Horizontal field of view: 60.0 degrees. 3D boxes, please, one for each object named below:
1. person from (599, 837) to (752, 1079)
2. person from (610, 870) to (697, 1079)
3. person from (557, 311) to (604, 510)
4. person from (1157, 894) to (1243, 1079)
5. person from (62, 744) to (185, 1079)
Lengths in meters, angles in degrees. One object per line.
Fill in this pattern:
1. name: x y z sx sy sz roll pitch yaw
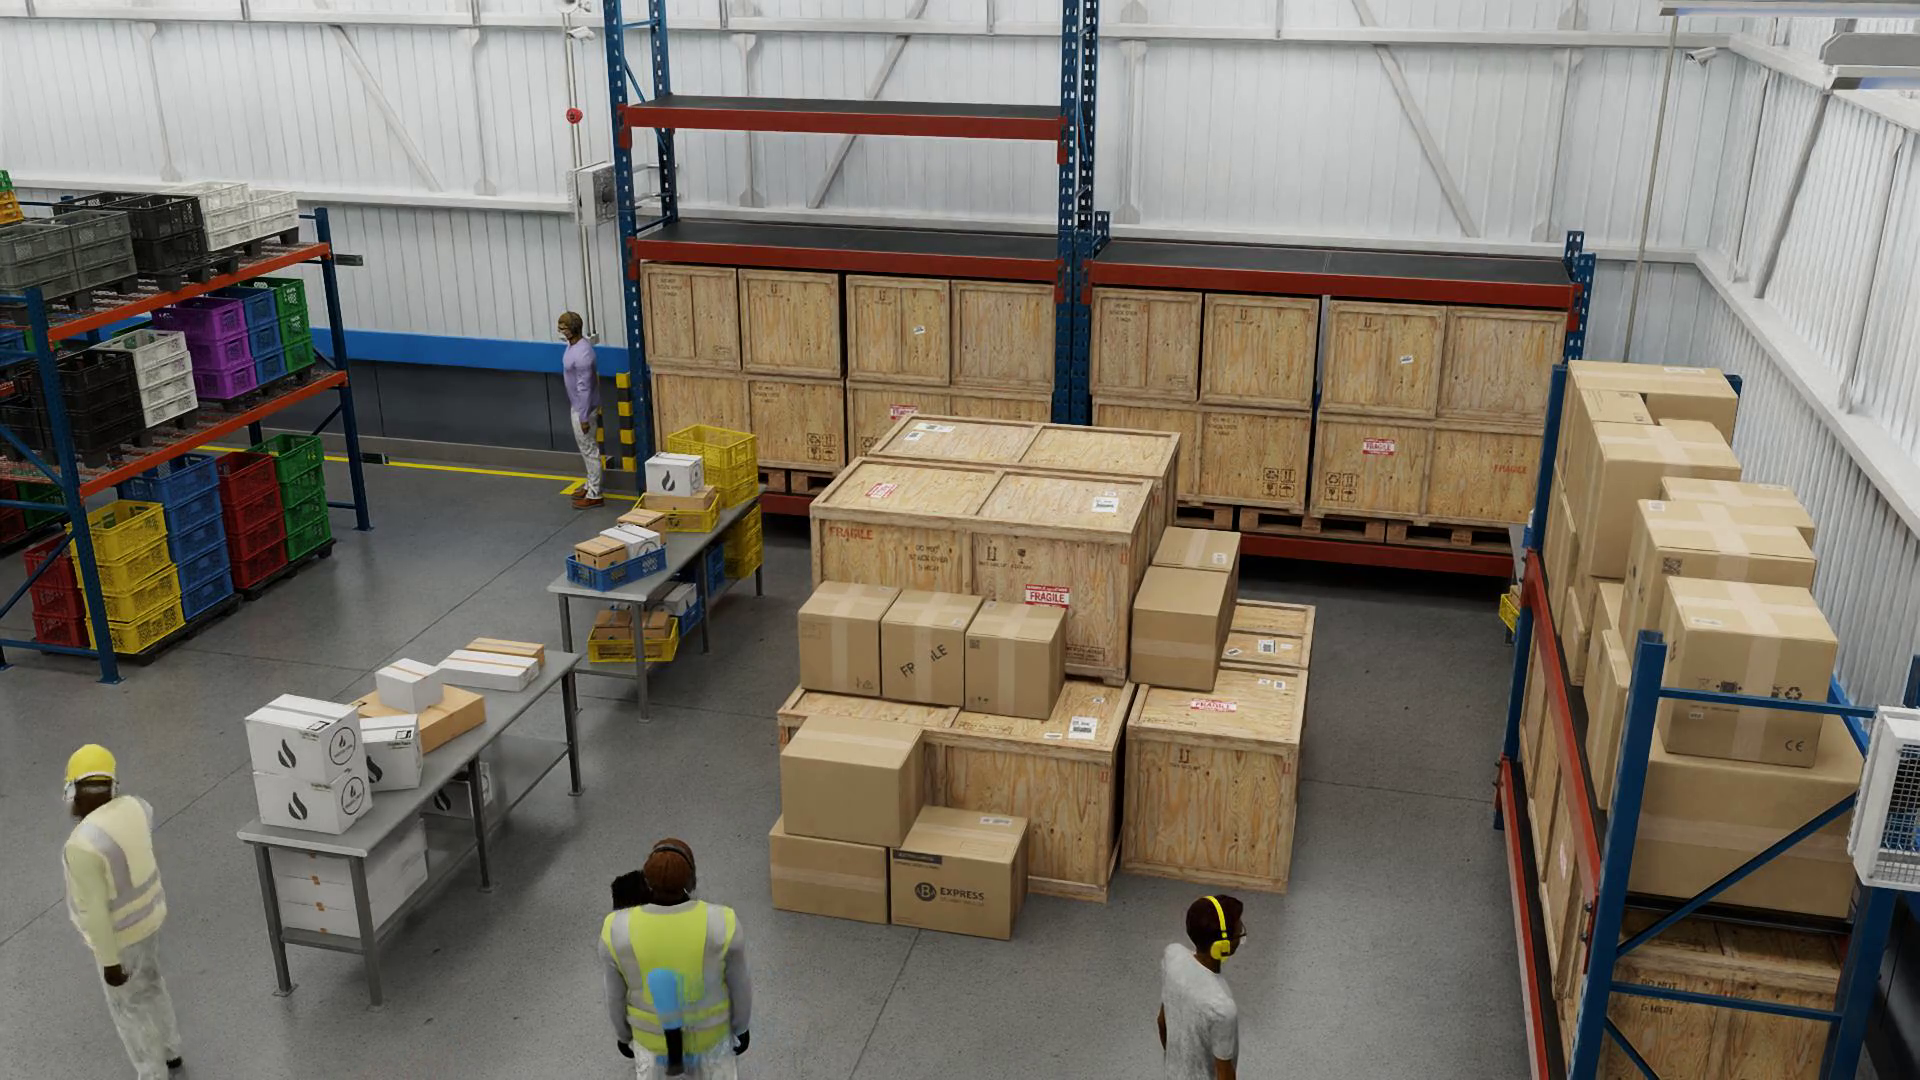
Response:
1. person: -1.215 2.124 7.267 0.627 1.844 0.429 -2 21 -5
2. person: -1.273 2.197 7.303 0.407 1.675 0.546 -4 21 -10
3. person: -3.631 -1.258 15.996 0.374 1.933 0.625 -6 22 -16
4. person: 0.999 2.271 6.844 0.326 1.871 0.520 -10 23 -24
5. person: -4.047 1.876 8.000 0.440 1.784 0.730 -1 21 -1
